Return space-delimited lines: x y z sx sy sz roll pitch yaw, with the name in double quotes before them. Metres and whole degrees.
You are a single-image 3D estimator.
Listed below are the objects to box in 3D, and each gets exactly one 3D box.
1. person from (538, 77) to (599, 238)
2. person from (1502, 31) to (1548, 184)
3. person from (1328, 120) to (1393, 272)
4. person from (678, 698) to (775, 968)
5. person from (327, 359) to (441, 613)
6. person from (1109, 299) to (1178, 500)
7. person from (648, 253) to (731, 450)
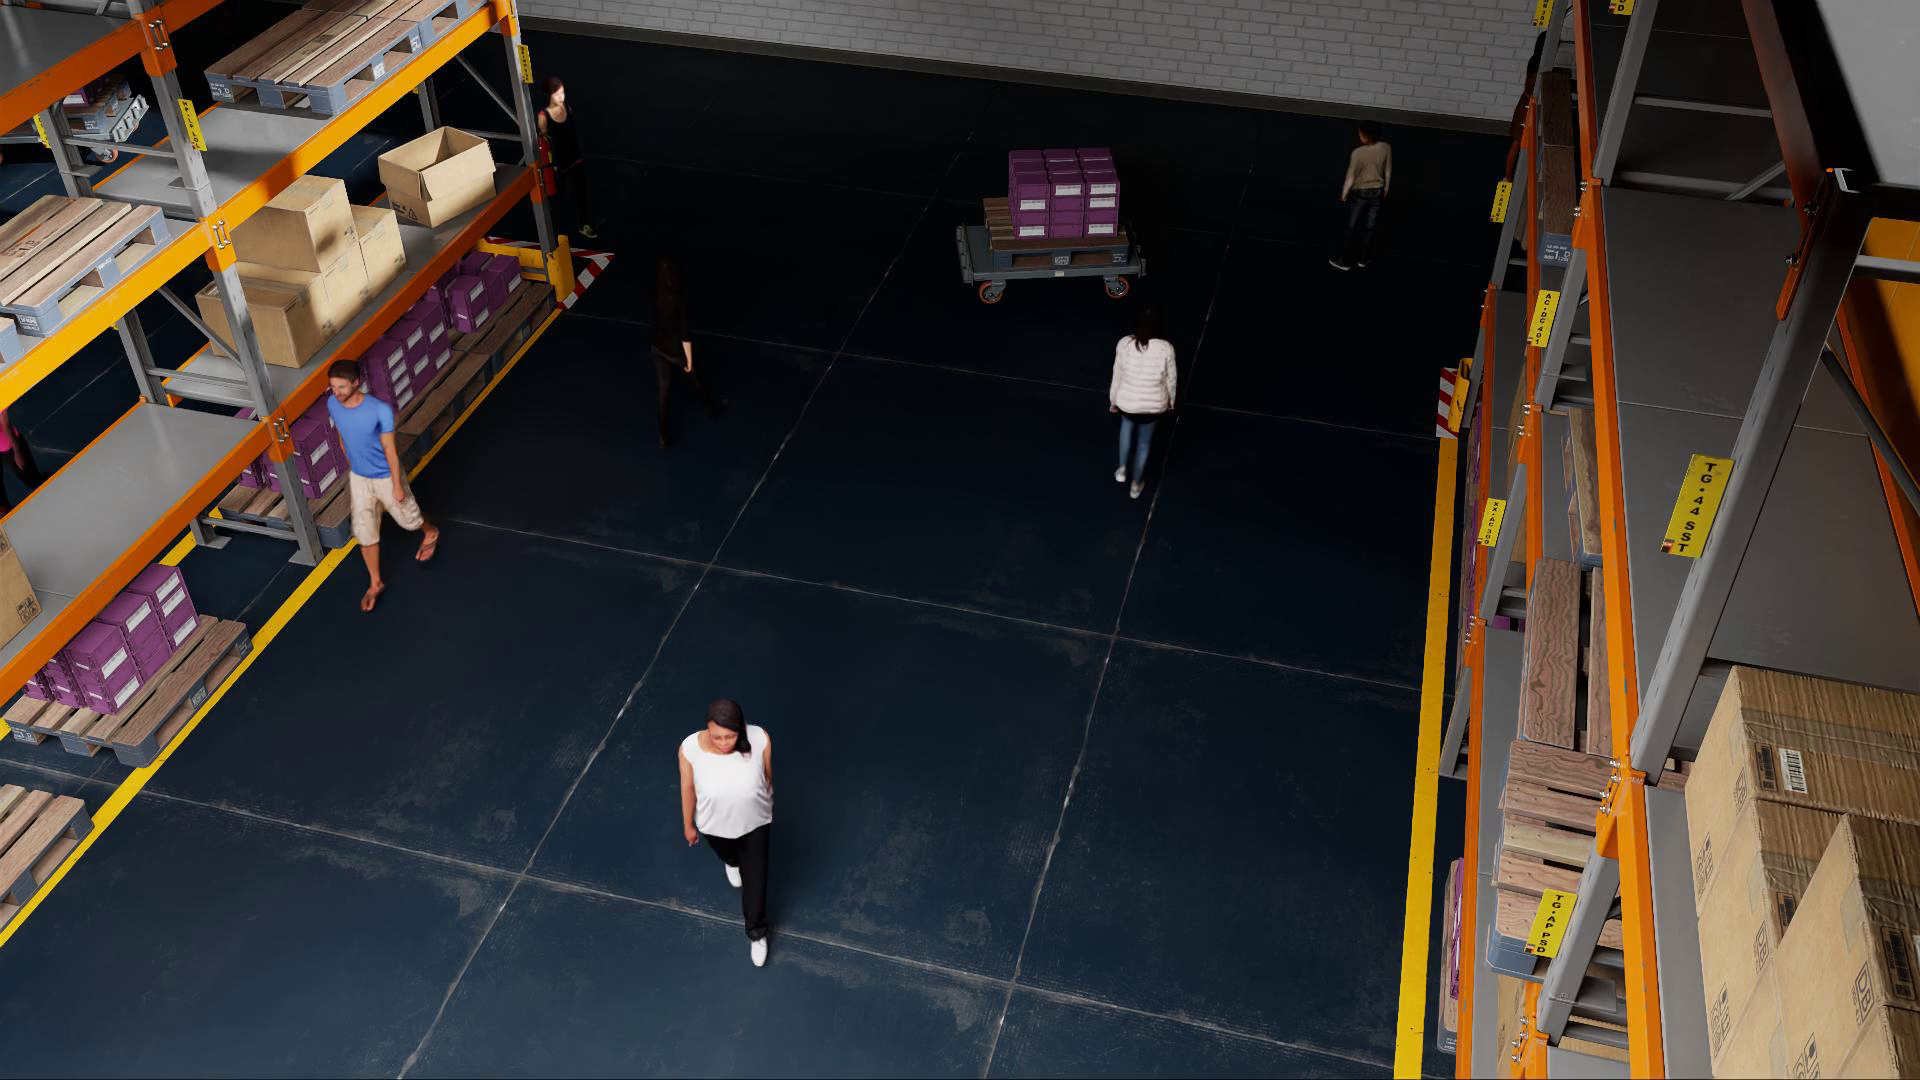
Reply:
"person" -3.790 -3.615 15.671 0.897 1.534 0.955 31 48 33
"person" 5.559 -4.133 16.195 0.688 1.690 0.561 -4 39 -5
"person" 3.720 -3.157 15.165 0.685 1.449 0.654 6 39 7
"person" -1.255 1.474 9.206 0.946 1.650 1.196 -5 39 -6
"person" -3.985 -0.507 11.524 0.675 1.852 1.090 8 39 10
"person" 1.328 -1.005 12.329 0.636 1.625 0.590 12 40 14
"person" -2.272 -1.421 12.858 0.744 1.616 1.031 18 42 21
